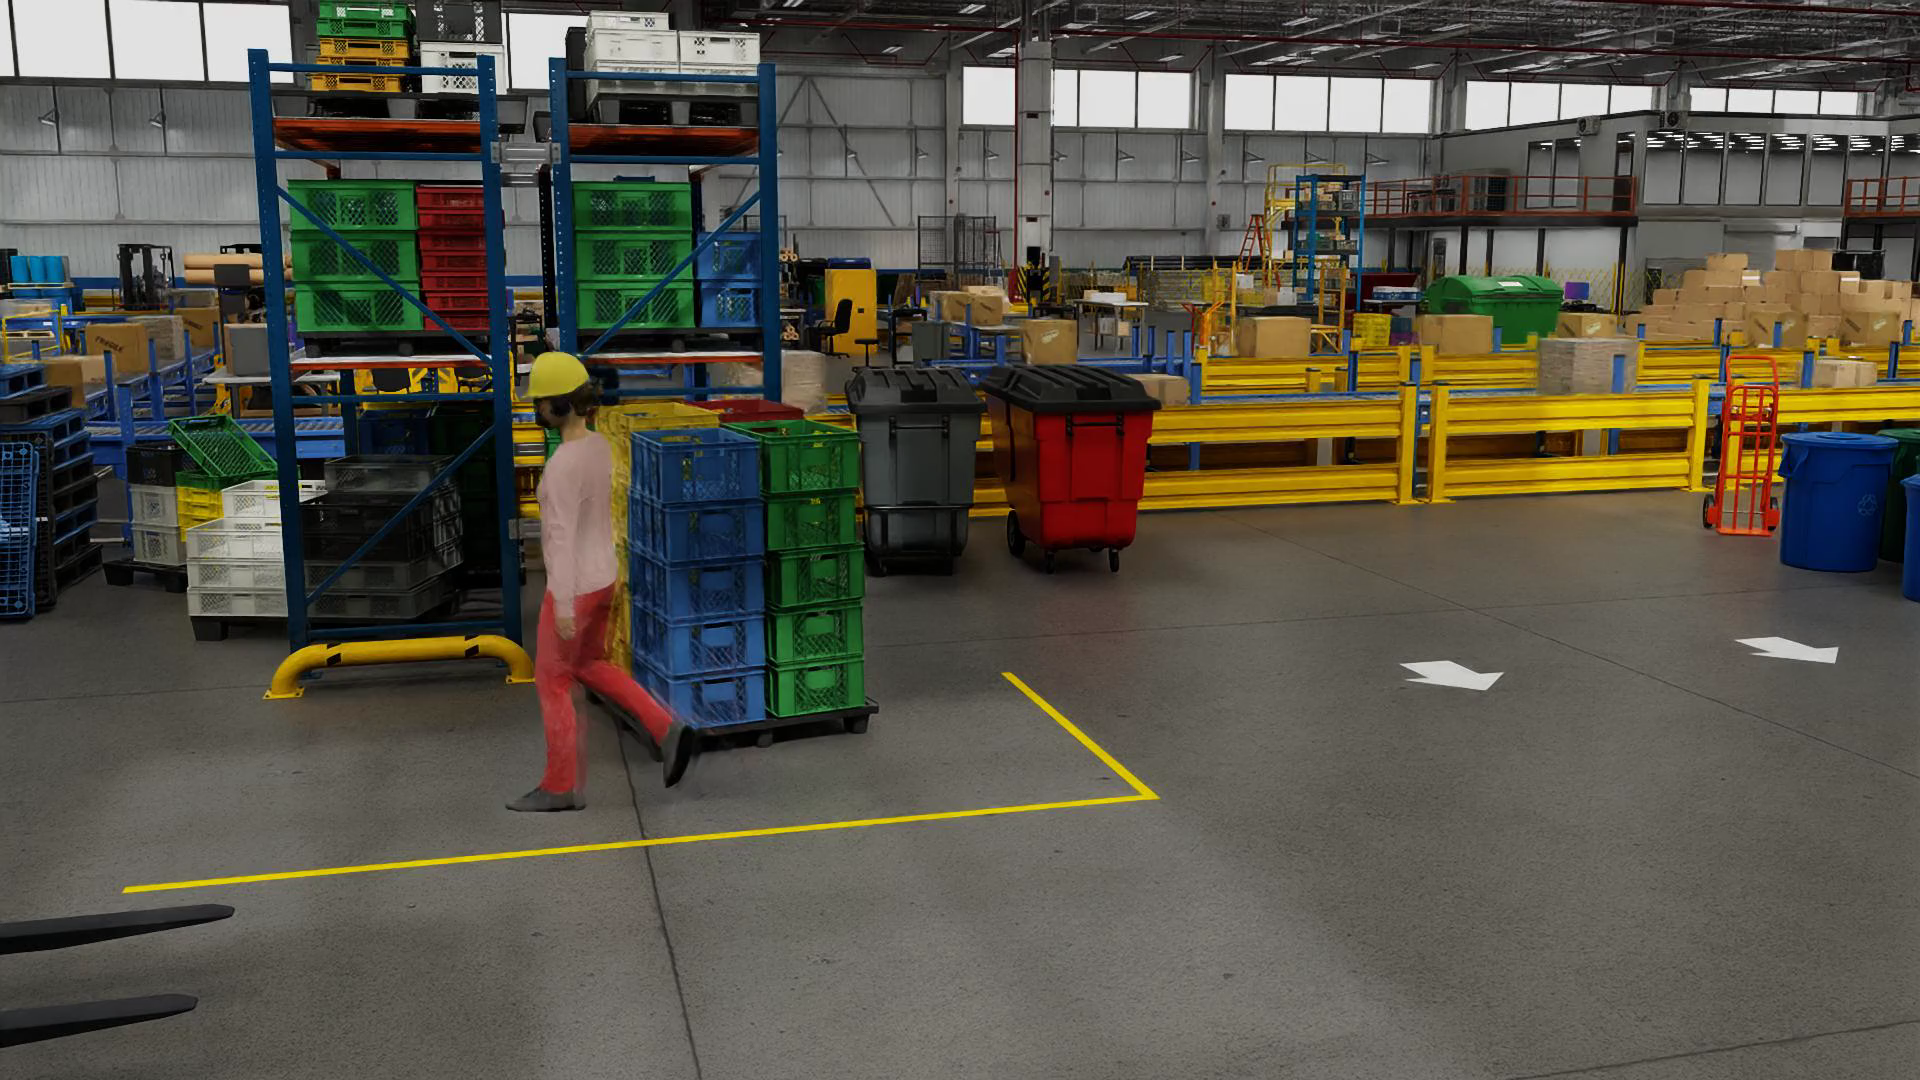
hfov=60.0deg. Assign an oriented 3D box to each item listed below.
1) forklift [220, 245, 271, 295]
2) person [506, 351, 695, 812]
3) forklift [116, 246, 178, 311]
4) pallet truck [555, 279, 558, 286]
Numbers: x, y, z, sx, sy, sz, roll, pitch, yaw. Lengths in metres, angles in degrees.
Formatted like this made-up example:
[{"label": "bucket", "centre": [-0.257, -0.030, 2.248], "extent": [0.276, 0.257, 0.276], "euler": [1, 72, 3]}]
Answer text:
[{"label": "forklift", "centre": [-17.749, -6.334, 41.440], "extent": [1.157, 1.987, 2.680], "euler": [-3, 10, -17]}, {"label": "person", "centre": [-1.359, 0.165, 6.217], "extent": [0.638, 1.746, 0.543], "euler": [1, 10, 8]}, {"label": "forklift", "centre": [-19.966, -6.232, 40.894], "extent": [1.157, 1.987, 2.680], "euler": [-3, 10, -15]}, {"label": "pallet truck", "centre": [-10.604, -6.375, 44.520], "extent": [0.653, 1.274, 1.630], "euler": [-3, 10, -15]}]
